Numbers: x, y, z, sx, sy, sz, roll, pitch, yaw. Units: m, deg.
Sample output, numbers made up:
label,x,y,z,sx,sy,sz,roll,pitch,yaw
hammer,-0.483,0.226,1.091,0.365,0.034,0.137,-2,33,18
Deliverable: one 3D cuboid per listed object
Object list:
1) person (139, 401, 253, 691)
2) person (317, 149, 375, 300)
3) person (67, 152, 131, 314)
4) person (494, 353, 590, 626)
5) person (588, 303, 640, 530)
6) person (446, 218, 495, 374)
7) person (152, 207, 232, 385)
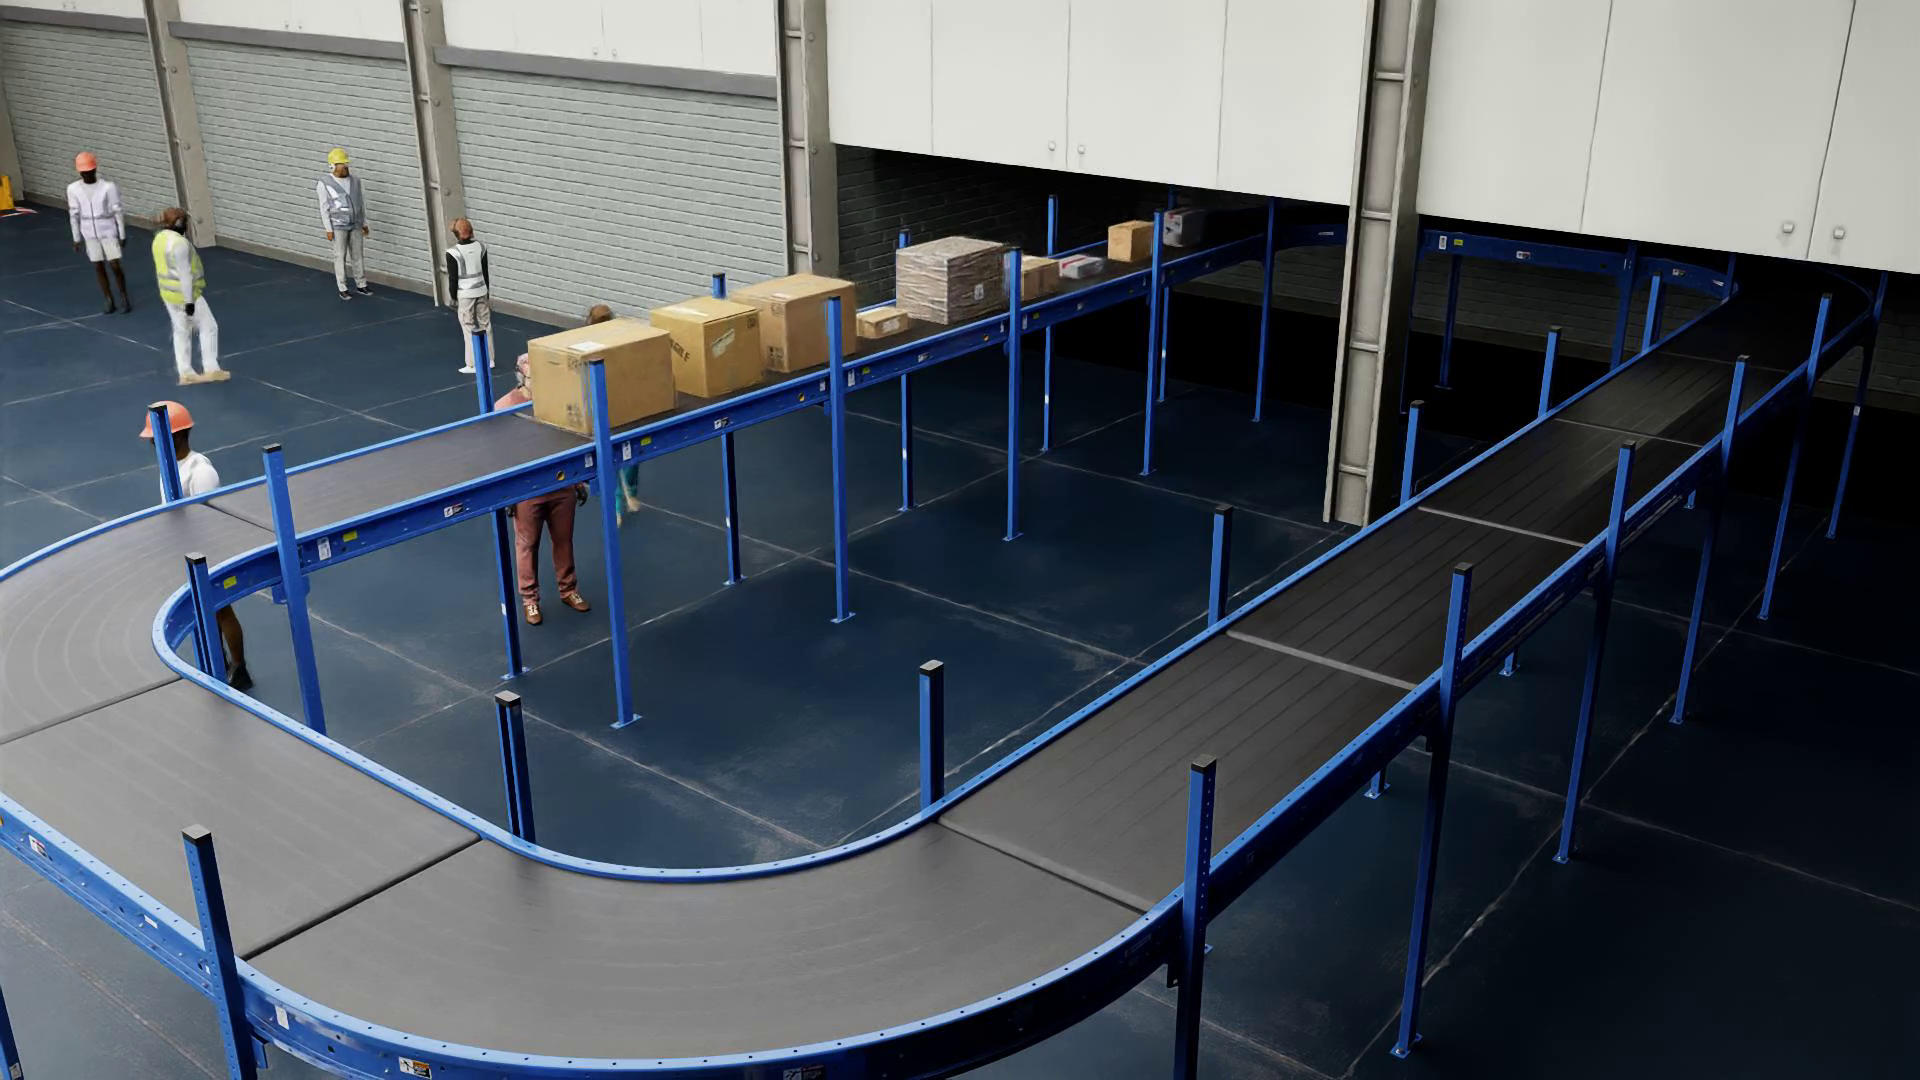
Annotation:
label,x,y,z,sx,sy,sz,roll,pitch,yaw
person,-4.787,0.062,10.391,0.551,1.935,0.372,17,27,36
person,-7.616,-3.922,20.647,0.403,1.837,0.591,16,27,35
person,-10.269,-3.641,19.811,0.563,1.926,0.441,-5,22,-11
person,-2.882,-0.367,11.521,0.643,1.909,0.410,-16,26,-34
person,-2.781,-1.001,13.229,0.530,1.835,0.444,-4,22,-11
person,-5.134,-2.560,17.454,0.308,1.638,0.511,14,25,32
person,-7.898,-2.505,17.098,0.678,1.807,0.644,18,28,38
